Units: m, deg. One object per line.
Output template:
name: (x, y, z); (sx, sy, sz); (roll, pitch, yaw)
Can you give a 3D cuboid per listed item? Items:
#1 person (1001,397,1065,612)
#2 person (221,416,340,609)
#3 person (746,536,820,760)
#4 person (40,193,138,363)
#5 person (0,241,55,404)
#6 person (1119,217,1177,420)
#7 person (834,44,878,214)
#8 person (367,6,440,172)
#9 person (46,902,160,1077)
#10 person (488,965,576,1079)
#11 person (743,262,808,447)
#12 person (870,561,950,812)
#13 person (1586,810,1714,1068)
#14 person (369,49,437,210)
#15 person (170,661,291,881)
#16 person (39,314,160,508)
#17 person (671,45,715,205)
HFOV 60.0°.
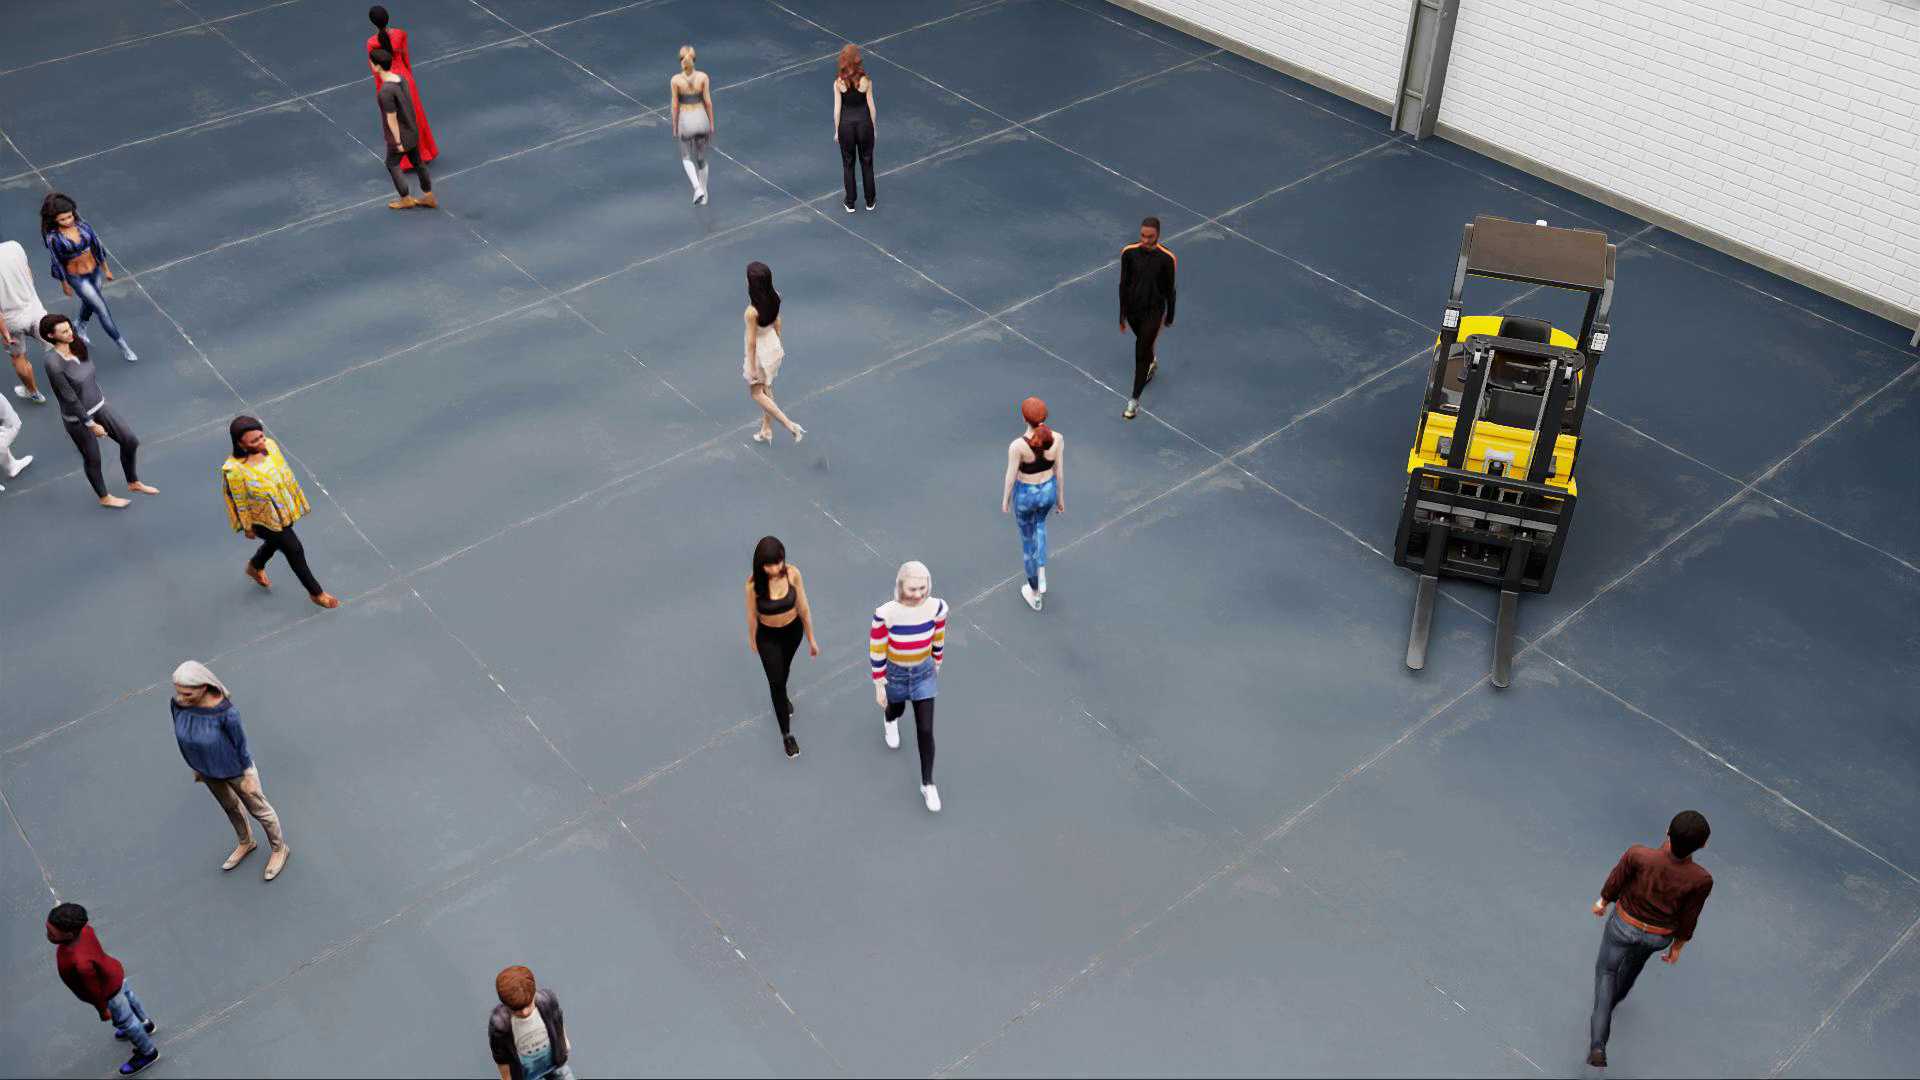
person: (0.568, -0.208, 11.896); (0.691, 1.771, 0.745); (-12, 40, -14)
person: (-5.028, -0.206, 12.004); (1.175, 1.623, 1.046); (10, 40, 12)
person: (-1.219, 0.568, 11.041); (0.710, 1.615, 1.004); (-17, 42, -20)
person: (-7.776, -2.333, 14.689); (1.089, 1.597, 0.845); (19, 42, 22)
person: (-7.790, -1.870, 13.924); (1.283, 1.829, 0.999); (17, 42, 20)
person: (1.599, -1.987, 14.124); (1.179, 1.761, 1.000); (15, 41, 18)
person: (-1.062, -4.164, 16.866); (0.668, 1.742, 0.693); (-3, 39, -4)
person: (-5.948, -4.781, 17.611); (0.642, 1.785, 0.666); (29, 47, 31)
person: (-4.653, 2.399, 9.042); (0.609, 1.250, 0.490); (-17, 42, -20)
person: (-2.210, 2.647, 8.594); (0.616, 1.421, 0.876); (-22, 44, -25)
person: (-1.526, -1.446, 13.477); (0.875, 1.722, 0.691); (24, 45, 27)
person: (-0.360, 0.813, 10.611); (1.007, 1.770, 1.242); (-8, 39, -10)
person: (3.647, 2.150, 8.946); (1.111, 1.758, 1.031); (14, 41, 16)
person: (-5.591, -4.144, 16.874); (0.839, 1.699, 0.783); (11, 40, 13)
person: (-4.407, 1.357, 9.991); (0.678, 1.704, 0.769); (10, 40, 12)
person: (-6.846, -0.980, 12.866); (0.822, 1.758, 0.764); (5, 39, 6)
person: (-2.699, -4.163, 16.903); (0.730, 1.694, 0.850); (-11, 40, -13)
